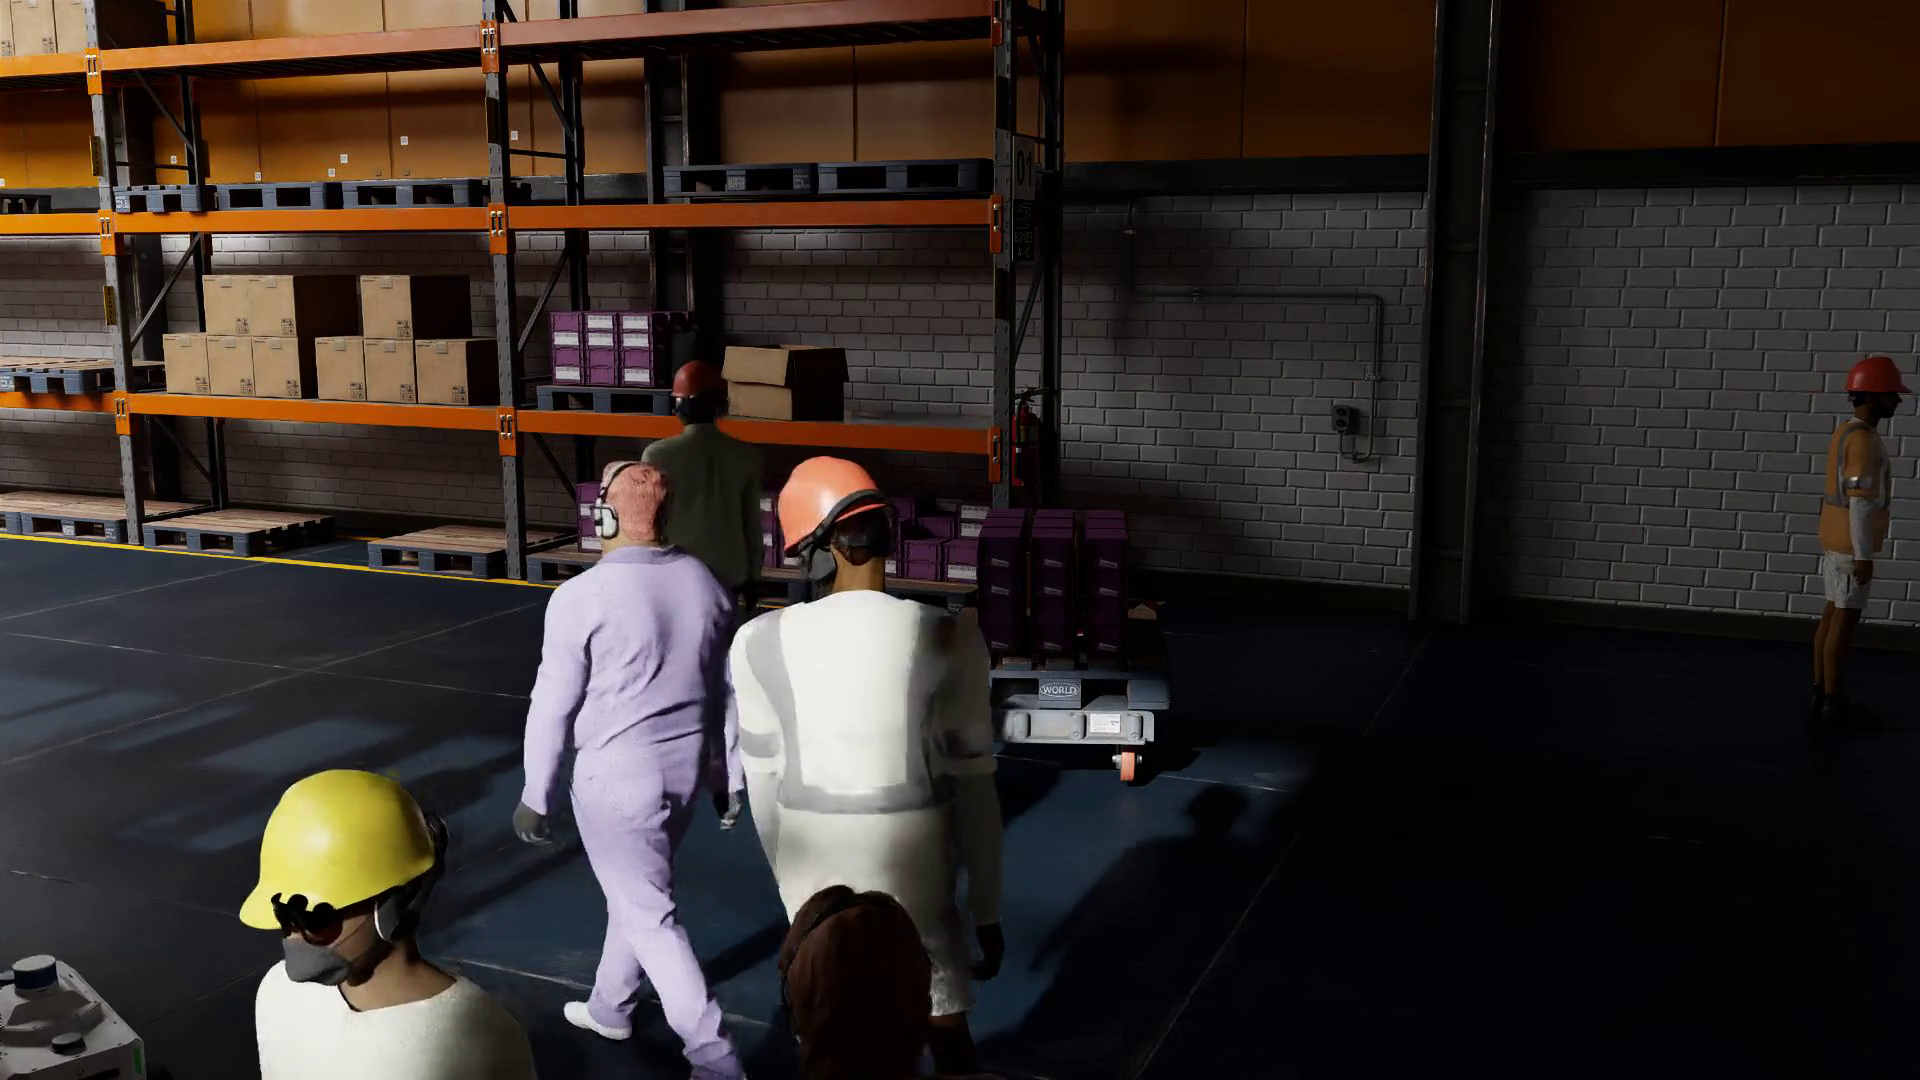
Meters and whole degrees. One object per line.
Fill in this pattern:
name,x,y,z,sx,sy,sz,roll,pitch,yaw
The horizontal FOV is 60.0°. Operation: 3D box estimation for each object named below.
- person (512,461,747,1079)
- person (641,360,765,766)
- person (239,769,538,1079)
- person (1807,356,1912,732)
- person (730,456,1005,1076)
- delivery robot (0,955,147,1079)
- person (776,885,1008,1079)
person,-0.915,0.700,4.849,0.952,1.863,0.650,7,12,35
person,-1.172,0.154,7.761,0.615,1.972,0.735,-7,12,-38
person,-0.778,1.149,2.507,0.522,1.744,0.652,5,11,28
person,4.691,0.015,8.688,0.363,1.939,0.542,3,10,19
person,-0.203,0.792,3.938,0.635,1.971,0.921,1,10,4
delivery robot,-2.467,1.361,4.469,0.477,0.478,0.707,-9,13,-42
person,-0.087,1.275,2.171,0.547,1.599,0.768,-3,10,-20
